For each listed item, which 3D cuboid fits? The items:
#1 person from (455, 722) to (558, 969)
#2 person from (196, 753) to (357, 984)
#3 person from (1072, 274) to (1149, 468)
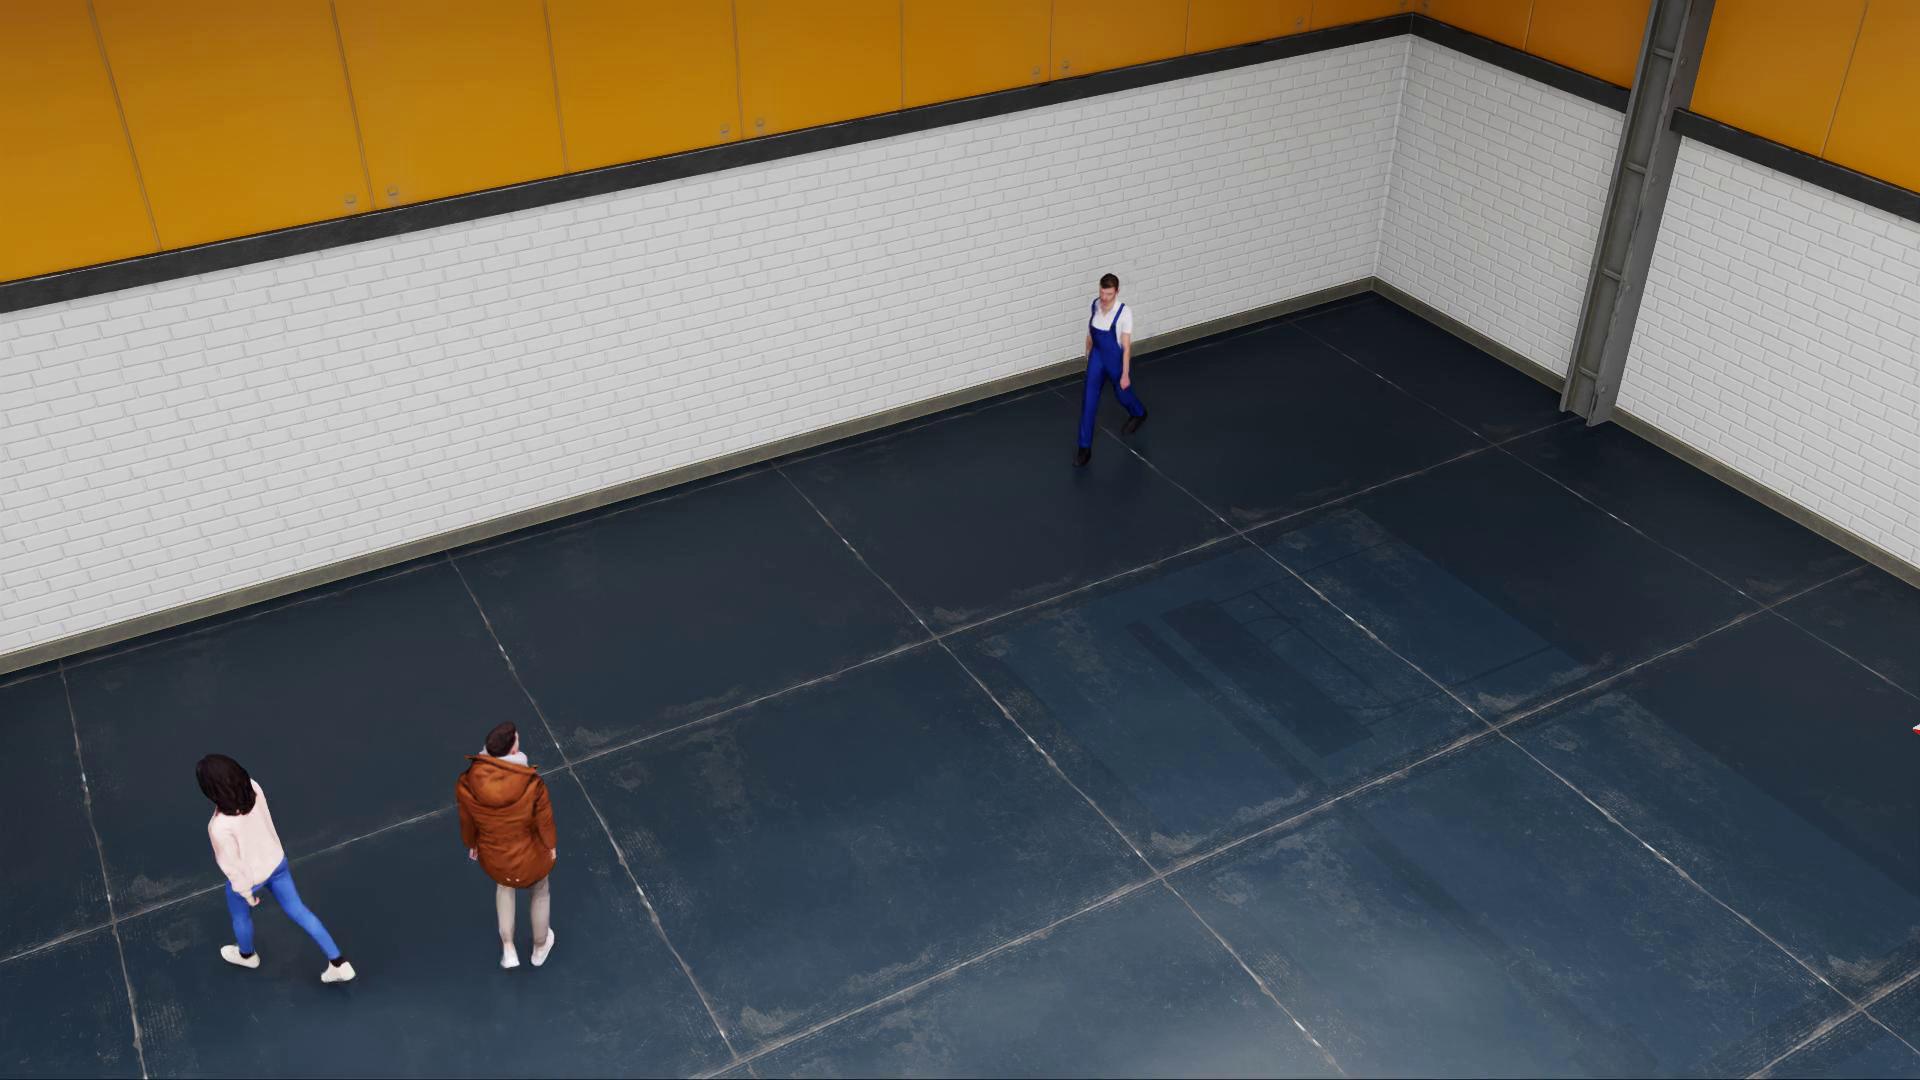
[{"bbox_3d":[-2.631,1.875,9.759,0.894,1.822,0.946,0,34,0],"label":"person"},{"bbox_3d":[-4.016,1.962,9.713,1.240,1.729,1.115,11,35,16],"label":"person"},{"bbox_3d":[1.406,-1.615,15.028,1.338,1.802,1.133,23,40,30],"label":"person"}]
